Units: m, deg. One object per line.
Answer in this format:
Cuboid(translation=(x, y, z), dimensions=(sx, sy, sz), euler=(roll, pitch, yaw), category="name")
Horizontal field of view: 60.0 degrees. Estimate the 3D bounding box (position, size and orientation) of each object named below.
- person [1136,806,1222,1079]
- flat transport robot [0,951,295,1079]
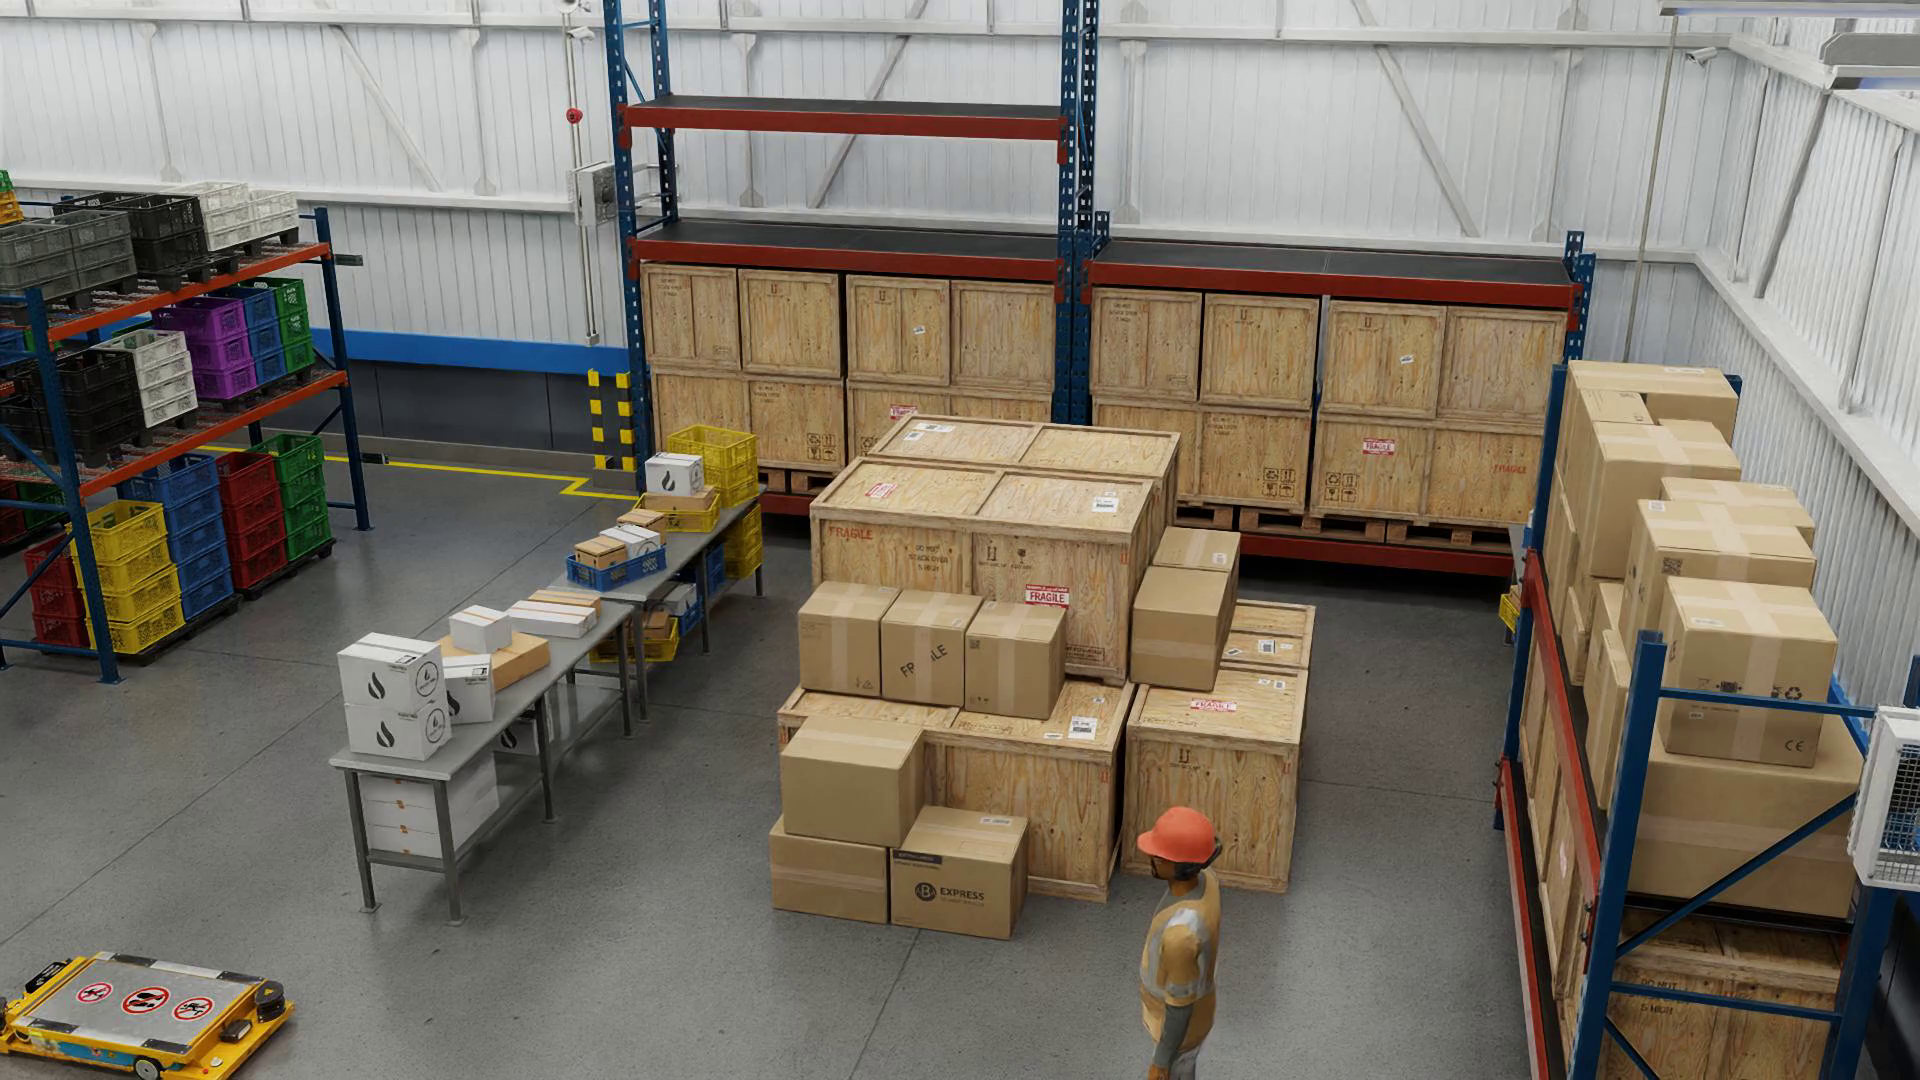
Cuboid(translation=(0.914, 2.056, 7.181), dimensions=(0.366, 2.048, 0.606), euler=(5, 21, 13), category="person")
Cuboid(translation=(-4.270, 2.464, 8.601), dimensions=(1.431, 0.231, 0.659), euler=(5, 22, 13), category="flat transport robot")
